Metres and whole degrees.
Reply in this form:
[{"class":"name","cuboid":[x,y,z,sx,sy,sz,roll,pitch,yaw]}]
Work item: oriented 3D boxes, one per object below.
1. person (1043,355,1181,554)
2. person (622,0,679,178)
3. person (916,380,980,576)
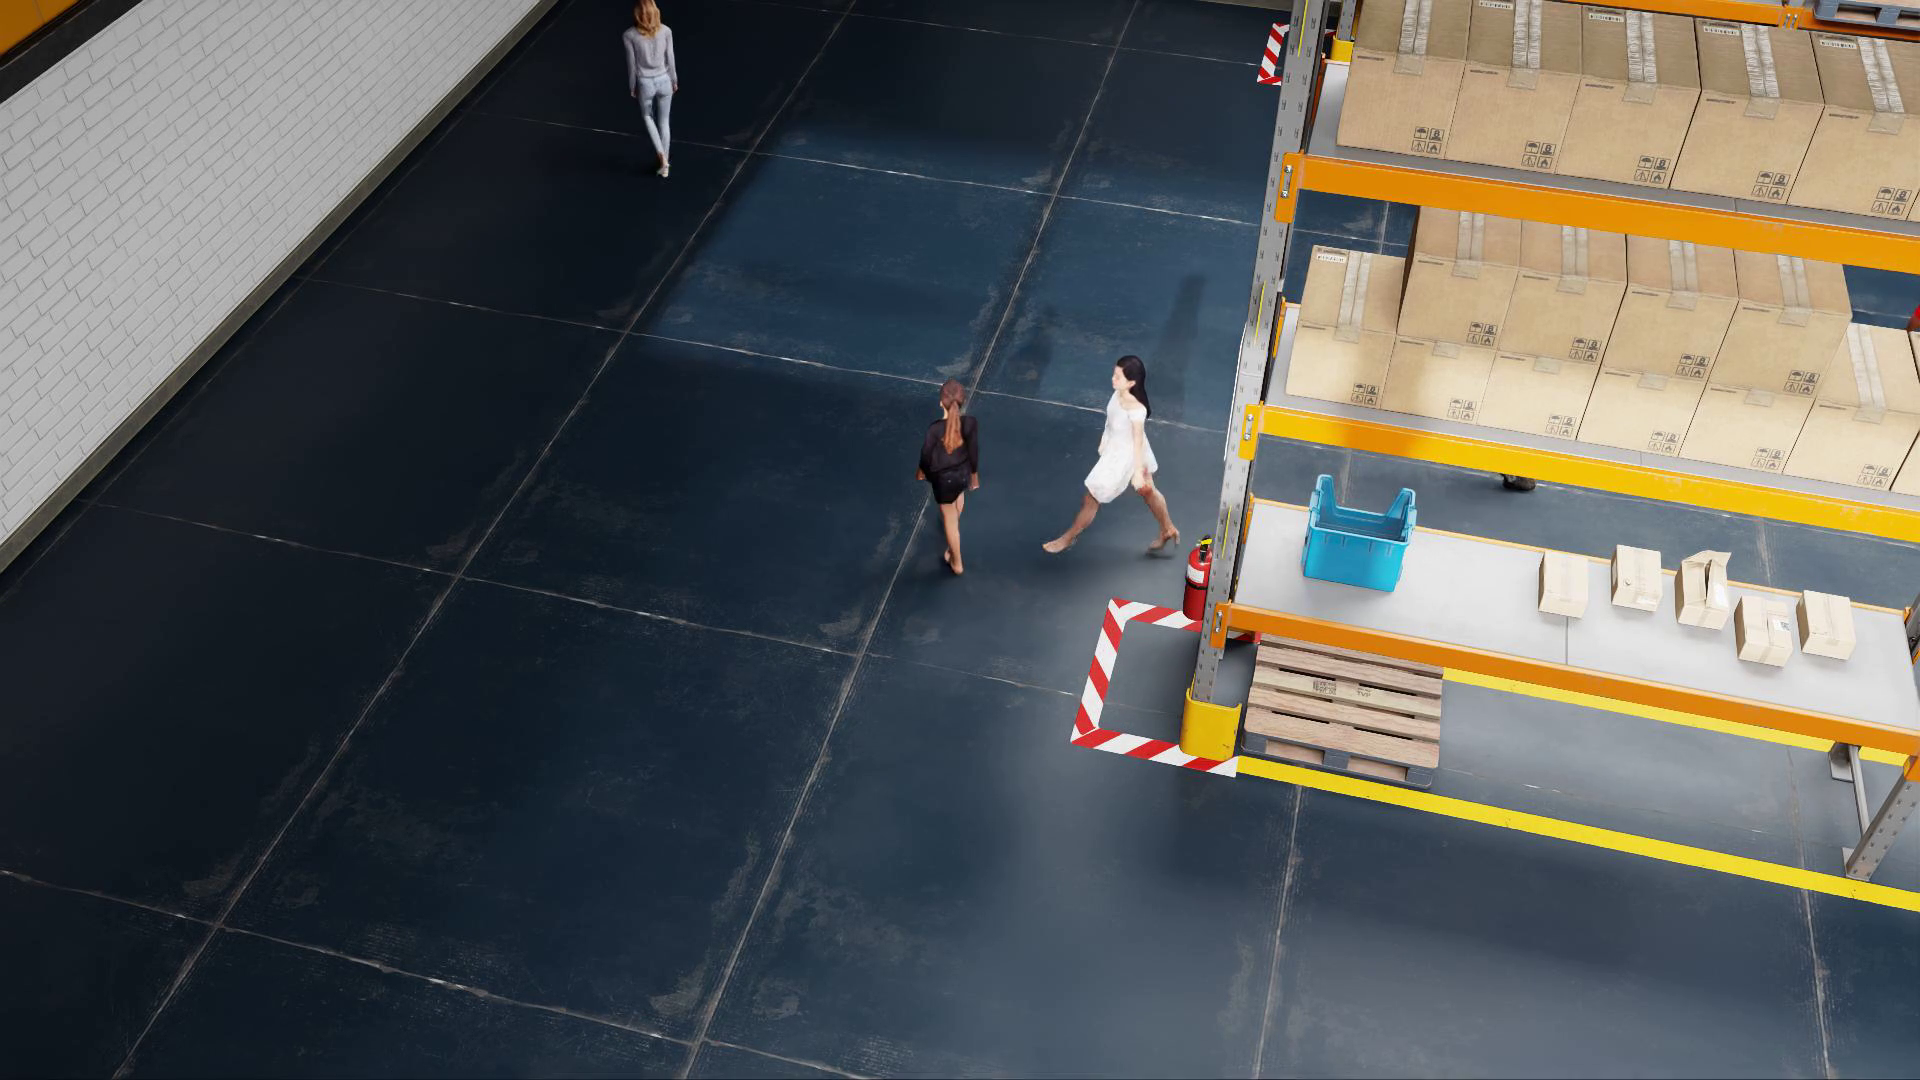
[{"class":"person","cuboid":[1.209,-0.533,11.410,1.280,1.712,0.918,-5,44,-5]},{"class":"person","cuboid":[-2.763,-4.060,15.060,0.806,1.785,0.845,-11,45,-12]},{"class":"person","cuboid":[-0.038,-0.400,11.397,0.897,1.537,0.898,-15,46,-16]}]
